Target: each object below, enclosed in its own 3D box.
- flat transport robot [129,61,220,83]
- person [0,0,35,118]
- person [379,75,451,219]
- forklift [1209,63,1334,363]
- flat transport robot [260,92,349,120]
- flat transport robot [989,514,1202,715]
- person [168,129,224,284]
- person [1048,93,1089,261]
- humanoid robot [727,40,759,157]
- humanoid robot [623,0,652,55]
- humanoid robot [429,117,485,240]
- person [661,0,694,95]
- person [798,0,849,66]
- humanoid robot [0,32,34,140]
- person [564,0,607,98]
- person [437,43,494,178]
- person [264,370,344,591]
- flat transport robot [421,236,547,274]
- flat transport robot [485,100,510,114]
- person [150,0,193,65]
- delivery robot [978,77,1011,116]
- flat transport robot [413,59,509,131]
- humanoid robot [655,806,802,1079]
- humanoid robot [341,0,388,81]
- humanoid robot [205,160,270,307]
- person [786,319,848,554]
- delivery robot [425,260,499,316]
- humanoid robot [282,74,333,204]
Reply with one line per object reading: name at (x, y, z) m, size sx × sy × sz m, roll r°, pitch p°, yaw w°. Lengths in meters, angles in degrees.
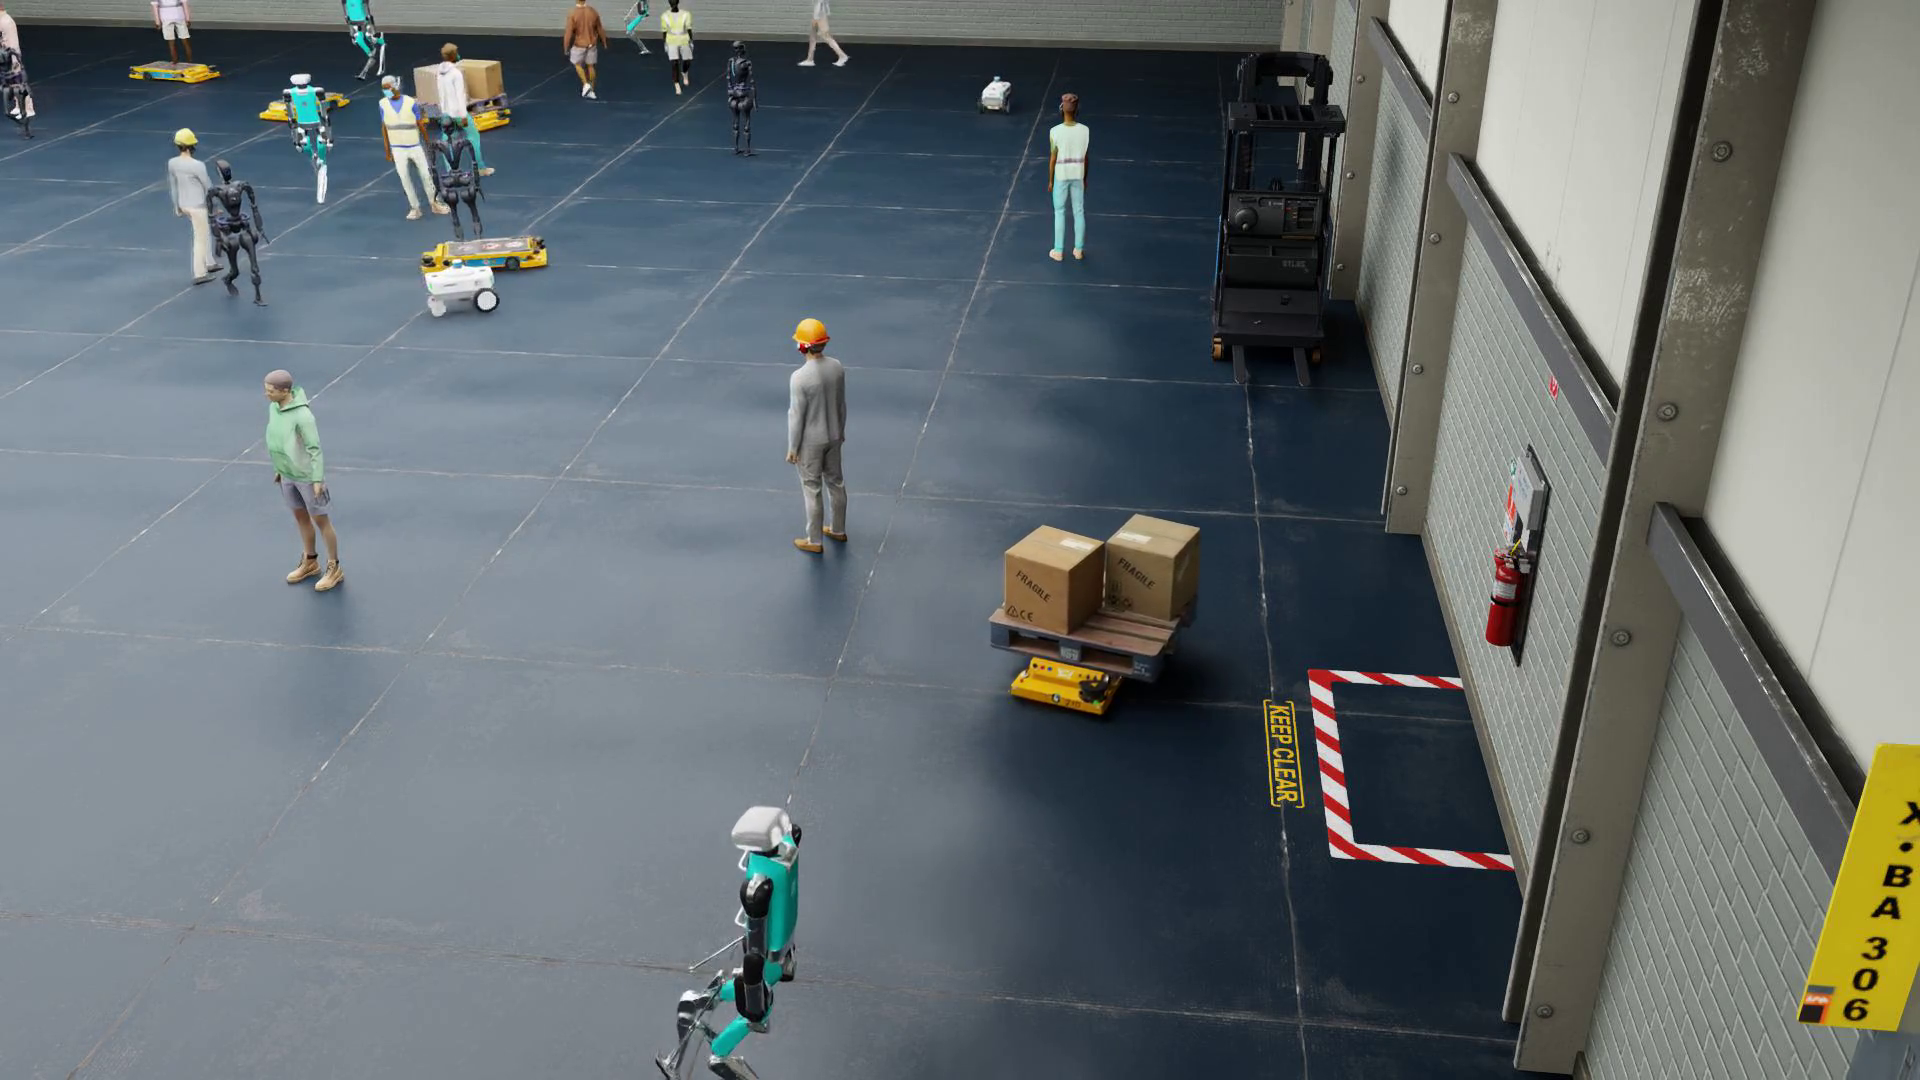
flat transport robot at (-14.168, -8.429, 29.966) m, size 1.431 × 0.231 × 0.659 m, roll 8°, pitch 28°, yaw 16°
person at (-15.401, -7.808, 26.904) m, size 0.403 × 1.905 × 0.642 m, roll -23°, pitch 35°, yaw -38°
person at (-7.078, -5.080, 21.511) m, size 0.701 × 1.855 × 0.440 m, roll -5°, pitch 27°, yaw -10°
forklift at (3.241, -3.477, 17.183) m, size 1.129 × 2.768 × 1.873 m, roll 3°, pitch 27°, yaw 6°
flat transport robot at (-10.815, -7.173, 27.457) m, size 0.659 × 0.231 × 1.431 m, roll 9°, pitch 28°, yaw 17°
flat transport robot at (0.924, 0.741, 11.660) m, size 0.659 × 0.231 × 1.431 m, roll 11°, pitch 29°, yaw 21°
person at (-8.765, -3.868, 19.219) m, size 0.528 × 1.744 × 0.696 m, roll 13°, pitch 30°, yaw 25°
person at (1.292, -4.317, 19.852) m, size 0.485 × 1.978 × 0.409 m, roll -5°, pitch 27°, yaw -9°
humanoid robot at (-3.243, -6.553, 24.632) m, size 0.599 × 1.657 × 0.315 m, roll 21°, pitch 33°, yaw 35°
humanoid robot at (-6.148, -10.124, 31.636) m, size 0.695 × 1.727 × 0.541 m, roll 0°, pitch 27°, yaw 0°
humanoid robot at (-6.073, -4.269, 20.100) m, size 0.599 × 1.646 × 0.378 m, roll -8°, pitch 28°, yaw -15°
person at (-4.863, -8.564, 28.649) m, size 0.545 × 1.679 × 0.497 m, roll -5°, pitch 27°, yaw -10°
person at (-2.541, -9.690, 30.737) m, size 0.921 × 1.841 × 0.516 m, roll 0°, pitch 27°, yaw -1°
humanoid robot at (-14.539, -6.990, 25.527) m, size 0.612 × 1.645 × 0.365 m, roll 0°, pitch 27°, yaw 0°
person at (-6.346, -8.427, 28.209) m, size 0.780 × 1.840 × 0.460 m, roll -16°, pitch 31°, yaw -29°
person at (-6.962, -6.001, 23.304) m, size 0.515 × 1.891 × 0.797 m, roll 18°, pitch 32°, yaw 31°
person at (-4.915, -0.460, 12.416) m, size 0.470 × 1.738 × 0.336 m, roll 15°, pitch 30°, yaw 27°
flat transport robot at (-5.703, -3.415, 19.956) m, size 1.431 × 0.231 × 0.659 m, roll -6°, pitch 27°, yaw -12°
flat transport robot at (-8.051, -7.224, 27.560) m, size 0.659 × 0.231 × 1.431 m, roll -18°, pitch 32°, yaw -32°
person at (-14.138, -9.358, 29.841) m, size 0.604 × 2.045 × 0.384 m, roll -15°, pitch 30°, yaw -28°
delivery robot at (0.603, -7.330, 27.443) m, size 0.499 × 0.586 × 0.773 m, roll 6°, pitch 27°, yaw 12°
flat transport robot at (-7.997, -6.798, 26.709) m, size 1.431 × 0.231 × 0.659 m, roll 15°, pitch 30°, yaw 27°
humanoid robot at (-1.149, 1.955, 7.613) m, size 0.961 × 1.769 × 0.532 m, roll 6°, pitch 27°, yaw 11°
humanoid robot at (-10.508, -8.997, 29.468) m, size 0.562 × 1.731 × 1.036 m, roll 6°, pitch 27°, yaw 12°
humanoid robot at (-8.032, -3.432, 18.442) m, size 0.591 × 1.636 × 0.634 m, roll -24°, pitch 35°, yaw -39°
person at (-1.114, -0.809, 12.954) m, size 0.381 × 1.890 × 0.569 m, roll 23°, pitch 35°, yaw 38°
delivery robot at (-5.509, -2.798, 18.425) m, size 0.811 × 0.613 × 0.499 m, roll -11°, pitch 29°, yaw -21°
humanoid robot at (-8.687, -5.437, 22.387) m, size 0.536 × 1.787 × 0.955 m, roll -6°, pitch 27°, yaw -12°
